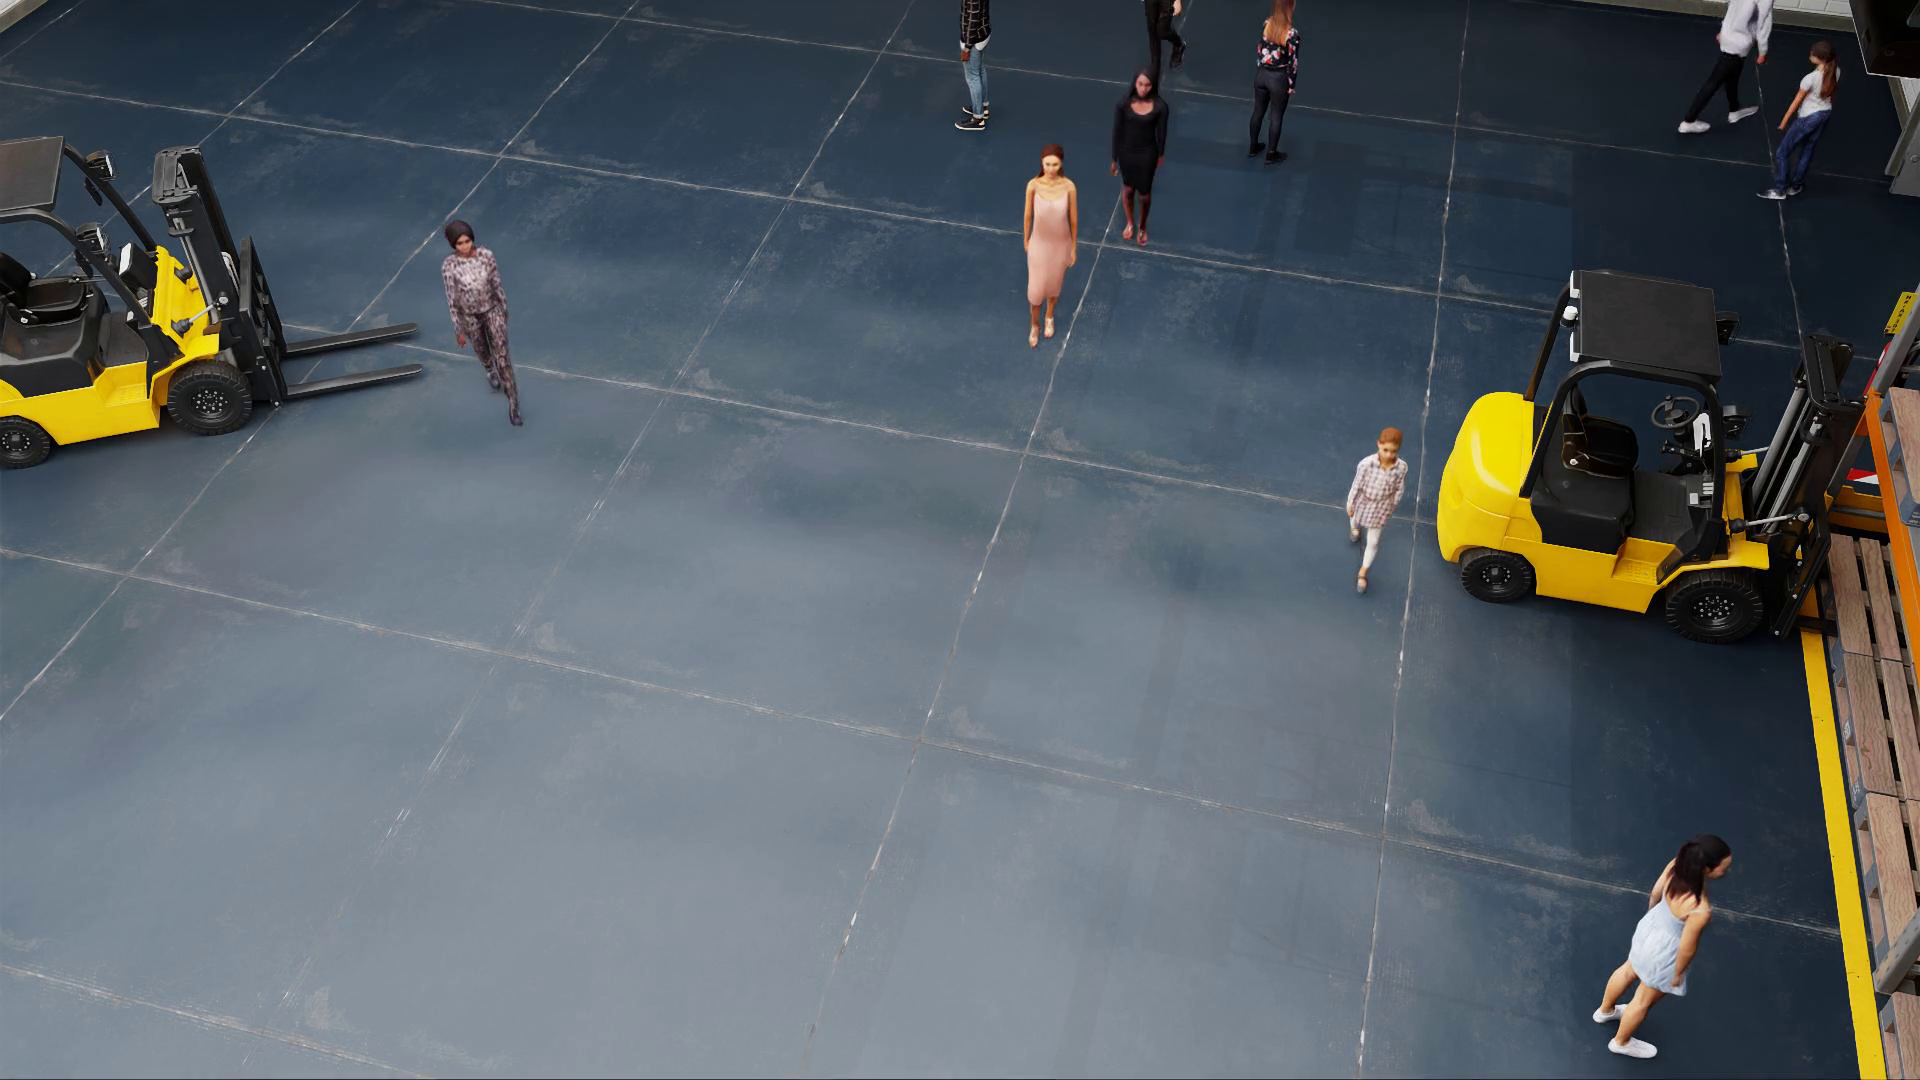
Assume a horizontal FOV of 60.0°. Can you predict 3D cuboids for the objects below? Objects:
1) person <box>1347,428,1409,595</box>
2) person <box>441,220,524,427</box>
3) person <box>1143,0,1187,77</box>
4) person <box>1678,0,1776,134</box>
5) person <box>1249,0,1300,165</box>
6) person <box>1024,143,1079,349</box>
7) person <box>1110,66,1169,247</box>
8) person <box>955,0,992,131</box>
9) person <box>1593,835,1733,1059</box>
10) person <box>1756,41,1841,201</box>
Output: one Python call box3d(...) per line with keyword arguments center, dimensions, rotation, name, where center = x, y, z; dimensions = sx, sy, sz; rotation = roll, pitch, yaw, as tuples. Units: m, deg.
box3d(center=(2.895, -0.307, 11.673), dimensions=(0.562, 1.292, 0.928), rotation=(7, 44, 7), name="person")
box3d(center=(-3.745, -1.762, 12.933), dimensions=(1.042, 1.661, 1.201), rotation=(-15, 46, -15), name="person")
box3d(center=(2.109, -5.540, 16.769), dimensions=(0.959, 1.840, 0.878), rotation=(-35, 53, -31), name="person")
box3d(center=(7.326, -4.740, 15.894), dimensions=(1.051, 1.888, 1.151), rotation=(-6, 44, -7), name="person")
box3d(center=(2.943, -4.353, 15.635), dimensions=(0.670, 1.685, 0.661), rotation=(-31, 52, -28), name="person")
box3d(center=(0.747, -2.451, 13.542), dimensions=(0.653, 1.819, 0.699), rotation=(1, 44, 1), name="person")
box3d(center=(1.567, -3.433, 14.656), dimensions=(0.605, 1.703, 0.624), rotation=(10, 45, 10), name="person")
box3d(center=(0.154, -4.859, 16.068), dimensions=(0.721, 1.821, 0.463), rotation=(11, 45, 11), name="person")
box3d(center=(3.715, 2.133, 8.795), dimensions=(0.713, 1.730, 0.569), rotation=(-2, 44, -2), name="person")
box3d(center=(7.828, -3.854, 15.223), dimensions=(0.776, 1.532, 0.725), rotation=(1, 44, 1), name="person")
